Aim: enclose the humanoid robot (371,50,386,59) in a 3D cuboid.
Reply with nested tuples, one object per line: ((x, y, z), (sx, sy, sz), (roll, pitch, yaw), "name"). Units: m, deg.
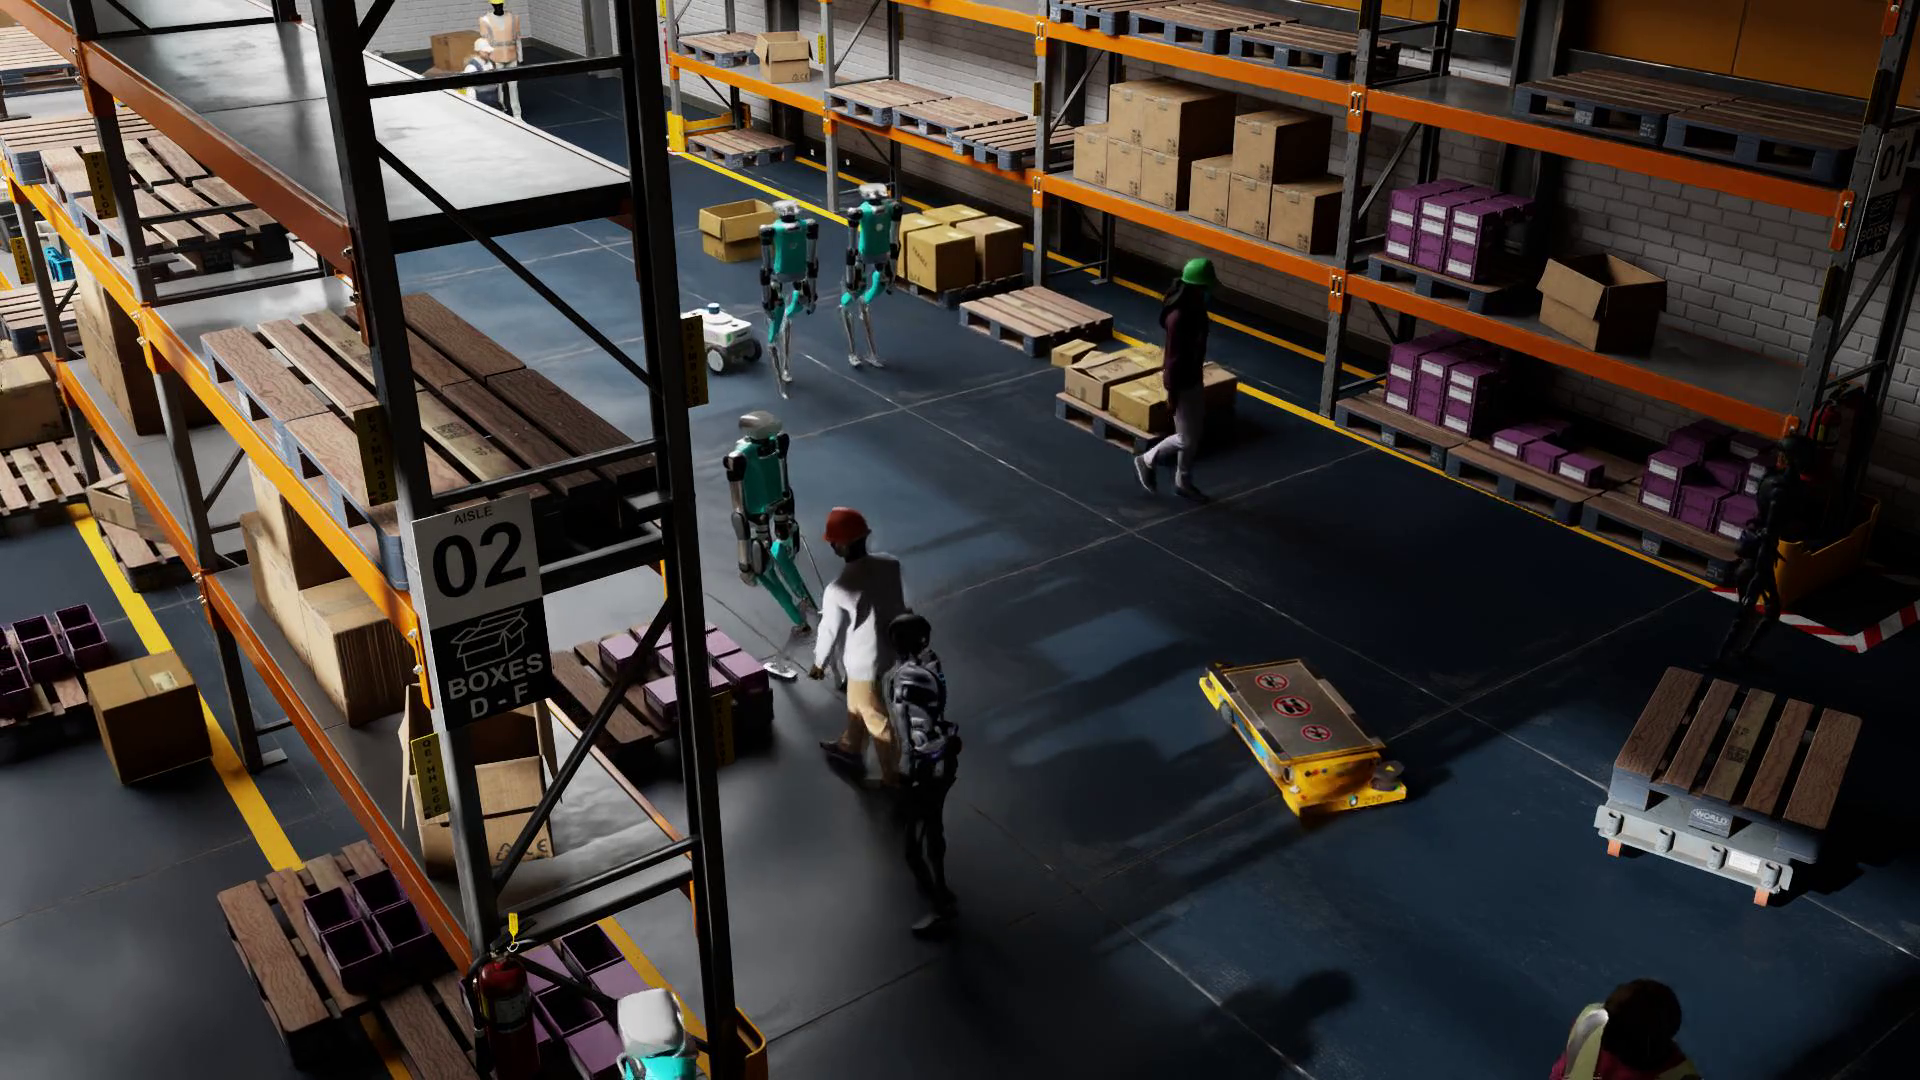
((-7.340, -5.442, 21.302), (0.789, 1.633, 0.585), (-8, 28, -16), "humanoid robot")

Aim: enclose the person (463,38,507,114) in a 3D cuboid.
((-6.111, -5.622, 21.567), (0.926, 1.707, 0.733), (18, 32, 31), "person")

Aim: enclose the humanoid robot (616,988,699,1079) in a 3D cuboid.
((-1.262, 2.371, 5.686), (0.847, 1.799, 0.542), (-11, 29, -20), "humanoid robot")

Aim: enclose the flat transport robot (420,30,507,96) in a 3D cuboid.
((-7.648, -7.016, 25.942), (0.659, 0.231, 1.431), (1, 27, 2), "flat transport robot")

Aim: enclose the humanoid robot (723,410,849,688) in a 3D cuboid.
((-0.969, 0.157, 10.132), (0.847, 1.864, 0.546), (15, 31, 28), "humanoid robot")

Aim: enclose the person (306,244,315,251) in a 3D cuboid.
((-6.028, -2.709, 15.886), (0.514, 1.602, 0.706), (12, 29, 23), "person")

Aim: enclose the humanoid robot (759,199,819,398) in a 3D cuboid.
((-1.573, -2.180, 14.710), (0.540, 1.791, 0.760), (-12, 29, -23), "humanoid robot")

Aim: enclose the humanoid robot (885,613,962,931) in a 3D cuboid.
((-0.159, 1.122, 8.190), (0.404, 1.638, 0.613), (7, 28, 14), "humanoid robot")

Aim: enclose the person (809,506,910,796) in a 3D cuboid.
((-0.596, 0.606, 9.167), (0.784, 1.717, 0.558), (14, 30, 26), "person")

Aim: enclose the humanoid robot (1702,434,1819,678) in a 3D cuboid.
((4.940, 0.114, 10.197), (0.454, 1.639, 0.613), (15, 30, 27), "humanoid robot")

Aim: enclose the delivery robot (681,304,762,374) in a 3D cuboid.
((-2.255, -1.887, 15.433), (0.807, 0.604, 0.499), (20, 33, 34), "delivery robot")

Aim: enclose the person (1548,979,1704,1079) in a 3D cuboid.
((2.299, 2.236, 5.830), (0.874, 1.810, 0.633), (-8, 28, -16), "person")

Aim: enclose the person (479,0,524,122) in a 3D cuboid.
((-6.565, -6.942, 23.951), (0.587, 1.926, 0.385), (-13, 30, -25), "person")

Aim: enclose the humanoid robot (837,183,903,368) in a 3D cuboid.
((-0.877, -2.434, 15.142), (0.537, 1.737, 0.748), (-14, 30, -26), "humanoid robot")

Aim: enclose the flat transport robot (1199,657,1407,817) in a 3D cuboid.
((1.987, 1.110, 9.780), (0.659, 0.231, 1.431), (-7, 28, -14), "flat transport robot")

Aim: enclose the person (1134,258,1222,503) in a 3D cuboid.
((1.671, -1.190, 12.500), (0.497, 1.933, 0.519), (18, 32, 32), "person")
